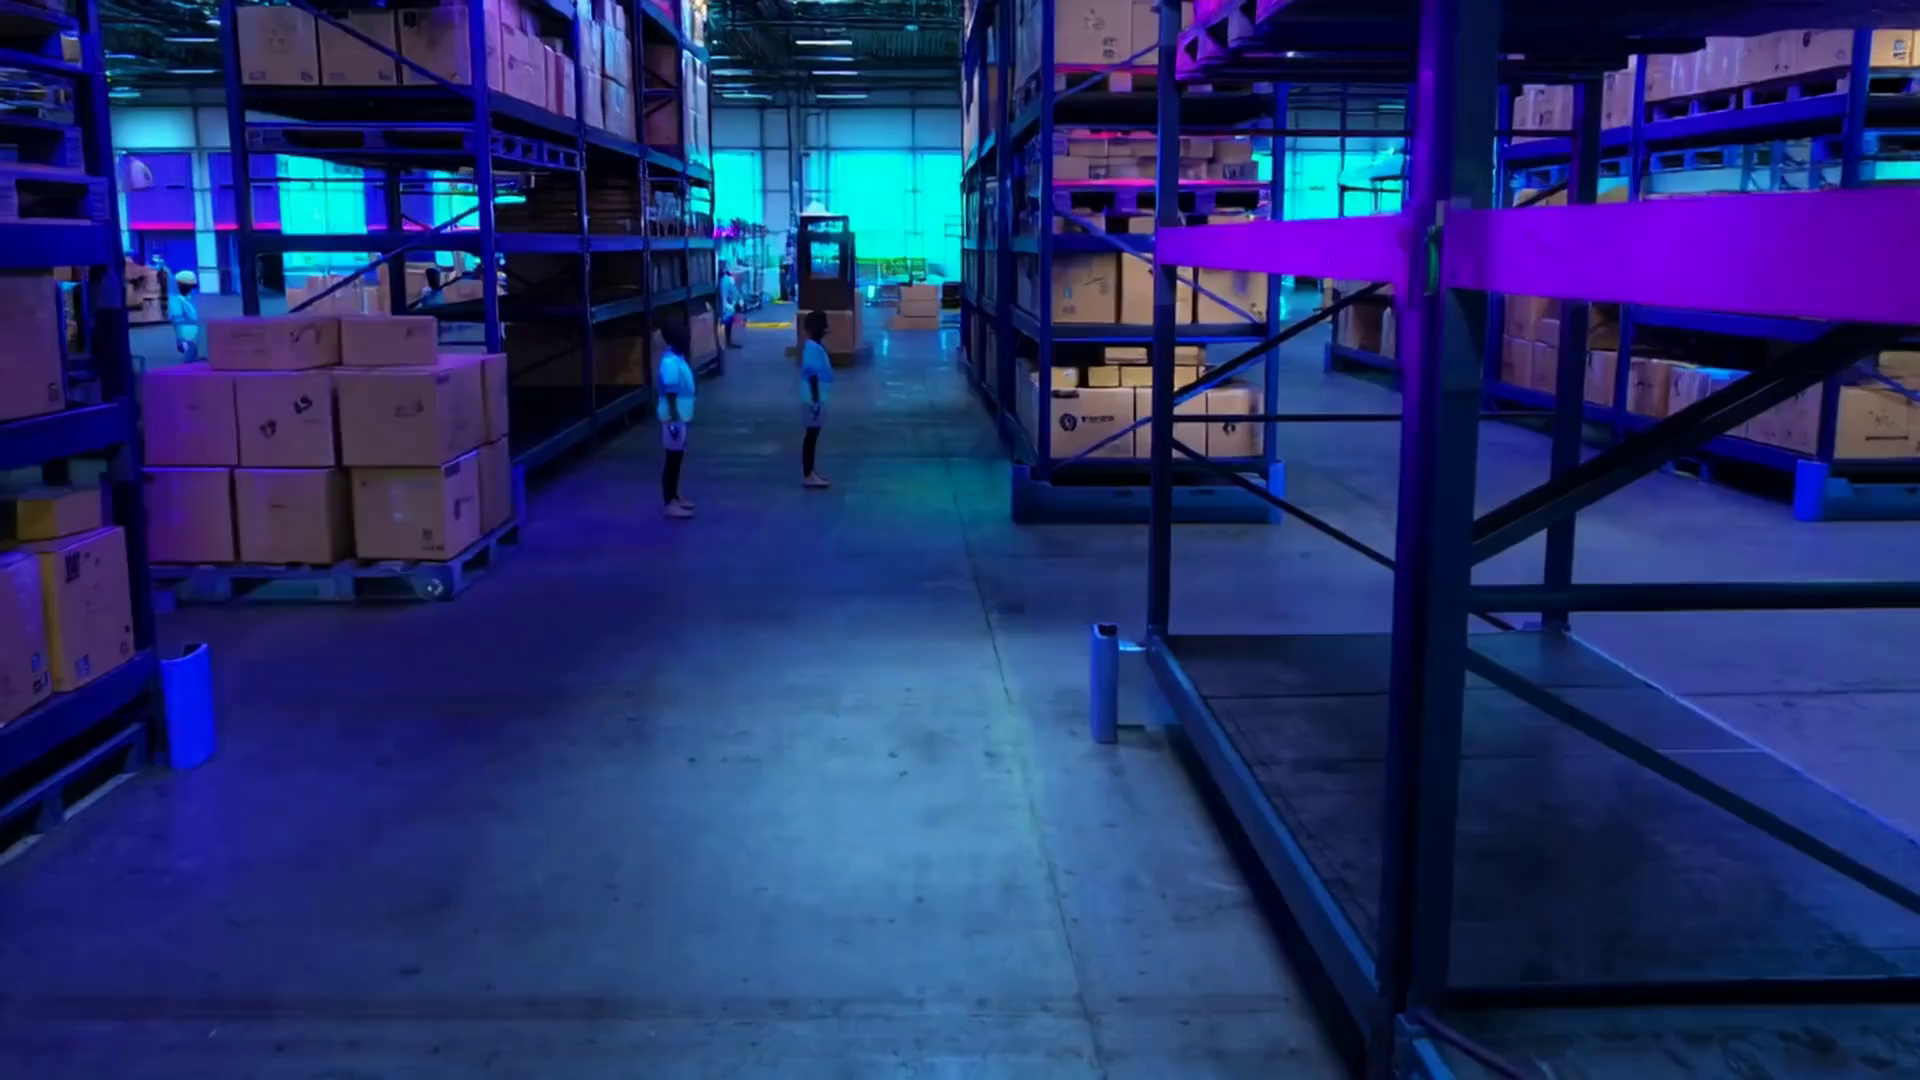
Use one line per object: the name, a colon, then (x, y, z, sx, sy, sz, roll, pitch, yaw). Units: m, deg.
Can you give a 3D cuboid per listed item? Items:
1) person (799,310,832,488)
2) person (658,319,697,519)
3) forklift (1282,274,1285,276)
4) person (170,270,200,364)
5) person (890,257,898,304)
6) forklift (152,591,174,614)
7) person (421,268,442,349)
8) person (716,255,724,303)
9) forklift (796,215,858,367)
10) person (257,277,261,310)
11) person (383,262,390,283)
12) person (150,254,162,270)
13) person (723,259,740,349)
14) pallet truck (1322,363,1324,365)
person: (-1.384, -1.352, 15.946, 0.317, 1.695, 0.540, 0, 10, -2)
person: (-2.409, -1.036, 14.190, 0.317, 1.695, 0.540, 0, 10, -2)
forklift: (12.240, -10.302, 62.509, 1.129, 2.768, 1.873, 0, 10, -2)
person: (-11.116, -2.916, 23.998, 0.378, 1.932, 0.551, 0, 10, -2)
person: (-2.505, -9.822, 63.007, 0.319, 1.742, 0.492, 0, 10, -2)
forklift: (-5.858, -0.811, 9.638, 1.873, 2.768, 1.129, 0, 10, -2)
person: (-8.755, -3.549, 27.580, 0.373, 1.914, 0.596, 0, 10, -2)
person: (-9.074, -9.856, 62.988, 0.405, 1.837, 0.516, 0, 10, 1)
forklift: (-2.509, -4.695, 31.276, 1.129, 2.768, 1.873, 0, 10, -2)
person: (-16.710, -5.560, 39.393, 0.317, 1.695, 0.540, 0, 10, -2)
person: (-20.919, -9.522, 60.888, 0.398, 1.914, 0.637, -2, 10, -9)
person: (-33.559, -11.031, 69.535, 0.435, 1.833, 0.634, 0, 10, 1)
person: (-5.025, -5.192, 36.595, 0.368, 1.961, 0.613, 0, 10, -2)
pallet truck: (7.712, -4.157, 30.737, 1.885, 1.965, 0.823, 3, 11, 16)
